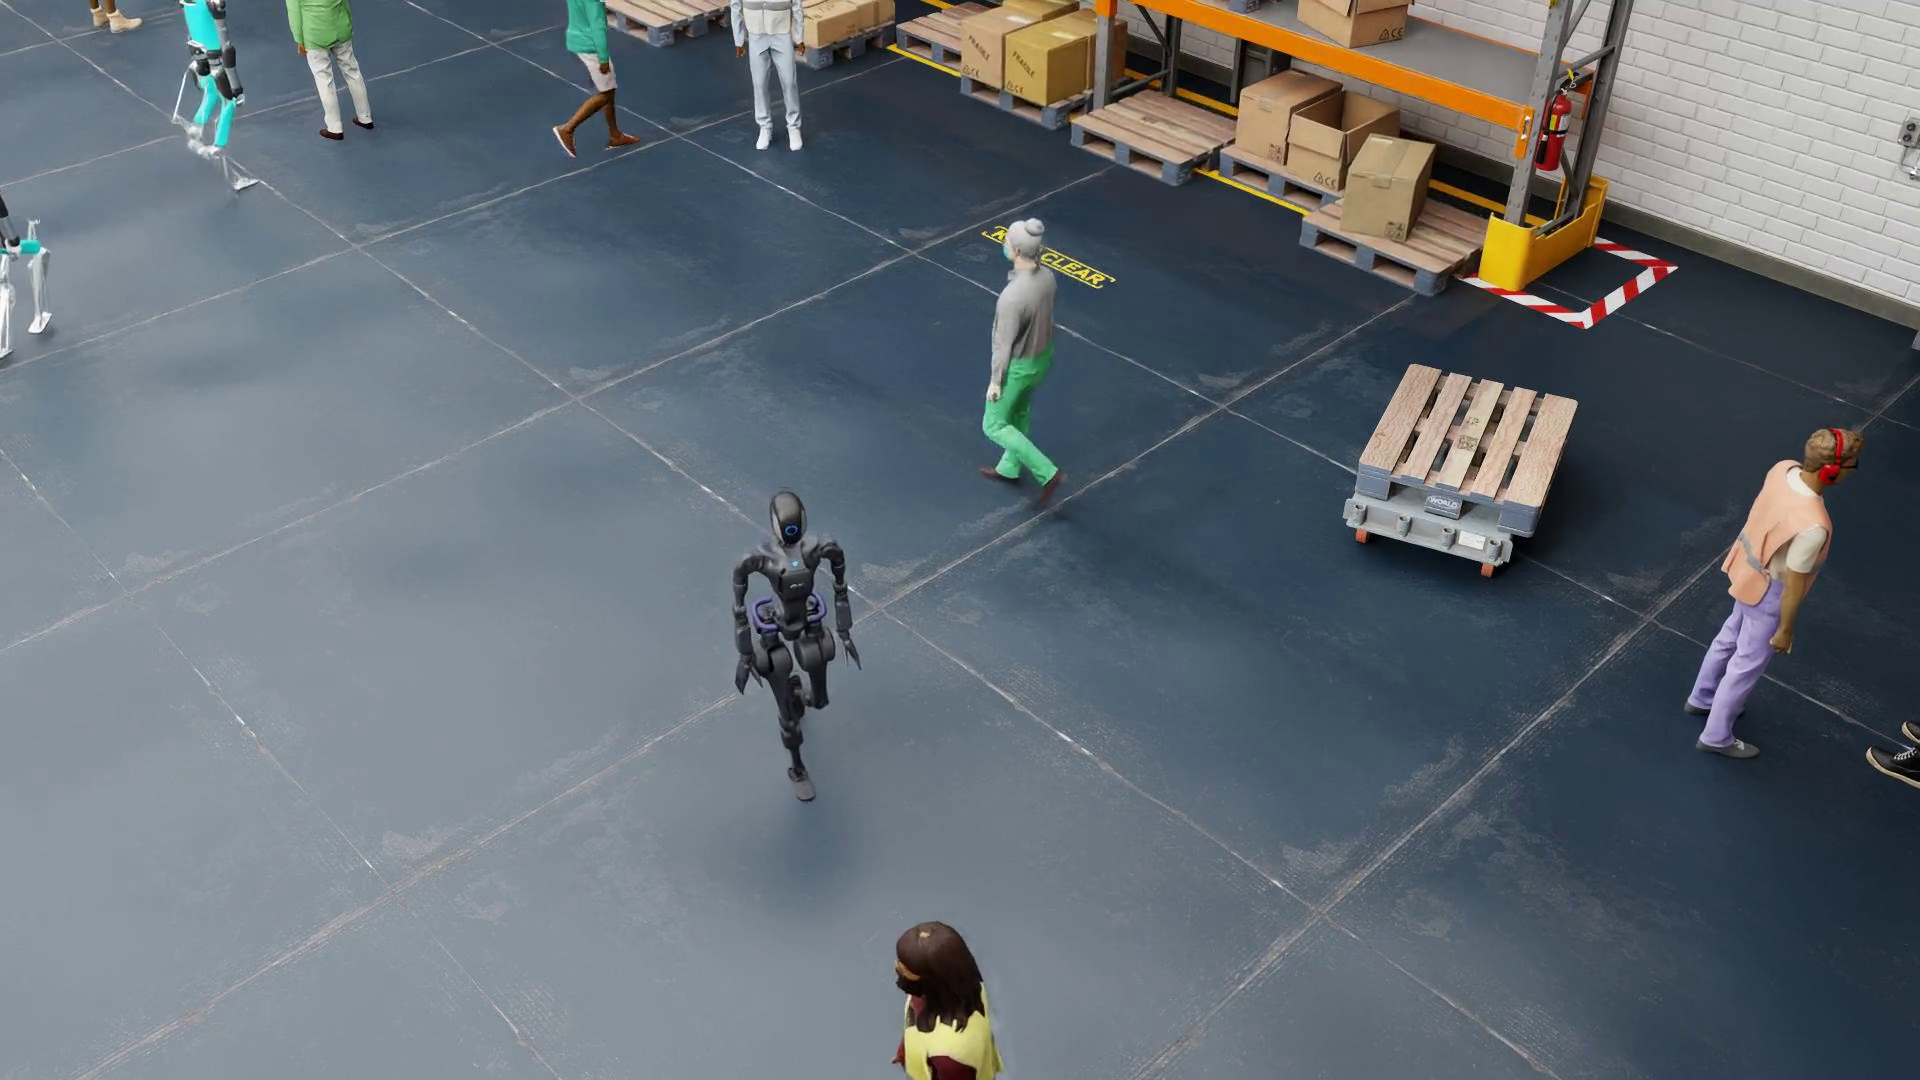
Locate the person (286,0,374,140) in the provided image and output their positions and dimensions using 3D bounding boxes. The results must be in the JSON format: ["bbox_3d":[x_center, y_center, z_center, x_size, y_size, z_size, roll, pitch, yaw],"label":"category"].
[{"bbox_3d":[-5.313,-4.244,13.907,0.388,1.776,0.539,28,45,32],"label":"person"}]

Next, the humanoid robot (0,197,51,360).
[{"bbox_3d":[-6.459,-2.080,11.054,0.542,1.738,0.946,-1,37,-1],"label":"humanoid robot"}]

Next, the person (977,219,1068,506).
[{"bbox_3d":[0.370,-1.021,9.586,0.596,1.830,0.536,19,41,24],"label":"person"}]

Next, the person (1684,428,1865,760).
[{"bbox_3d":[3.820,0.251,7.901,0.380,1.837,0.562,5,37,6],"label":"person"}]

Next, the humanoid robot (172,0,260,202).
[{"bbox_3d":[-5.929,-3.485,13.014,0.555,1.875,0.656,24,43,29],"label":"humanoid robot"}]

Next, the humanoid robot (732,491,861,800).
[{"bbox_3d":[-0.808,0.416,7.827,0.601,1.631,0.623,-13,39,-17],"label":"humanoid robot"}]

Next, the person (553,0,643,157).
[{"bbox_3d":[-3.050,-4.016,13.562,0.705,1.822,0.508,-19,41,-24],"label":"person"}]

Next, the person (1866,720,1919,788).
[{"bbox_3d":[4.759,0.320,7.717,0.600,1.955,0.381,-23,43,-27],"label":"person"}]

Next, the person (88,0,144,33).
[{"bbox_3d":[-8.356,-5.898,15.875,0.607,2.040,0.391,24,43,28],"label":"person"}]

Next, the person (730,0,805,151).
[{"bbox_3d":[-1.575,-4.159,13.686,0.597,1.906,0.408,0,37,0],"label":"person"}]

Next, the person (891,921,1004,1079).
[{"bbox_3d":[-0.122,1.923,5.782,0.942,1.716,0.495,0,37,0],"label":"person"}]
